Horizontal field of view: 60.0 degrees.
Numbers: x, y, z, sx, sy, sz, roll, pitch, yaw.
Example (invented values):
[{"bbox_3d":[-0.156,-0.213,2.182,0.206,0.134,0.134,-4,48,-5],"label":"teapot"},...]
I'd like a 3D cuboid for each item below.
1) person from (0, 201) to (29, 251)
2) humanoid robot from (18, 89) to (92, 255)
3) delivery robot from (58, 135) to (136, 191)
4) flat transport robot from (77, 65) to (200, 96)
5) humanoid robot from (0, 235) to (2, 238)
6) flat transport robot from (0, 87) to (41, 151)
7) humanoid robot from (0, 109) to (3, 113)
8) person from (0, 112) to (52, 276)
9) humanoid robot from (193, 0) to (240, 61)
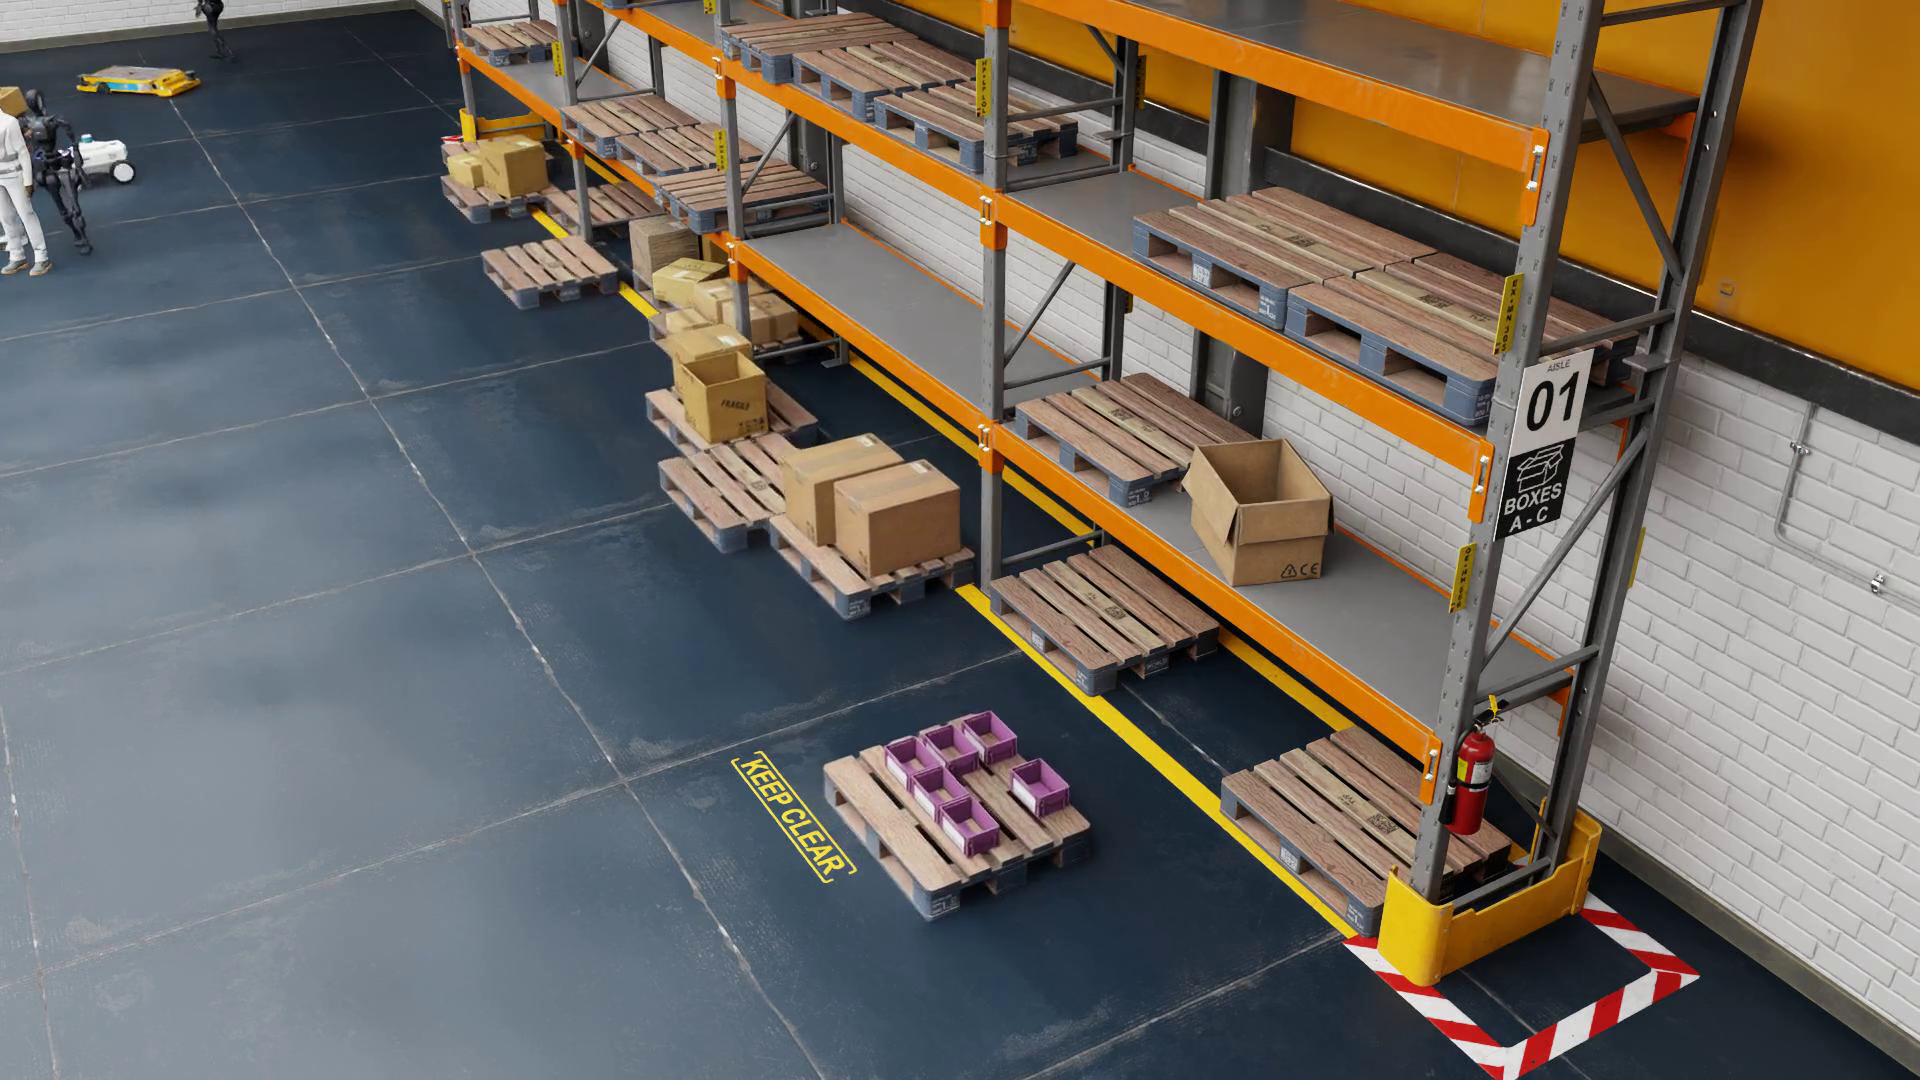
[{"bbox_3d":[-9.844,-3.816,16.913,0.509,1.699,0.379,25,38,36],"label":"person"},{"bbox_3d":[-9.130,-3.729,16.804,0.601,1.639,0.596,-4,30,-8],"label":"humanoid robot"},{"bbox_3d":[-9.867,-4.322,18.968,0.774,0.592,0.499,-23,37,-34],"label":"delivery robot"},{"bbox_3d":[-11.207,-6.254,22.673,1.431,0.231,0.659,5,30,10],"label":"flat transport robot"},{"bbox_3d":[-10.186,-3.846,16.977,0.750,1.828,0.554,0,30,-1],"label":"humanoid robot"},{"bbox_3d":[-11.367,-4.261,19.155,0.659,0.231,1.431,-2,30,-4],"label":"flat transport robot"},{"bbox_3d":[-10.784,-4.704,18.450,0.830,1.778,0.533,19,35,30],"label":"humanoid robot"},{"bbox_3d":[-9.295,-3.502,16.177,0.583,1.882,0.345,4,30,8],"label":"person"},{"bbox_3d":[-10.749,-7.713,23.851,0.592,1.659,0.591,1,30,2],"label":"humanoid robot"}]
